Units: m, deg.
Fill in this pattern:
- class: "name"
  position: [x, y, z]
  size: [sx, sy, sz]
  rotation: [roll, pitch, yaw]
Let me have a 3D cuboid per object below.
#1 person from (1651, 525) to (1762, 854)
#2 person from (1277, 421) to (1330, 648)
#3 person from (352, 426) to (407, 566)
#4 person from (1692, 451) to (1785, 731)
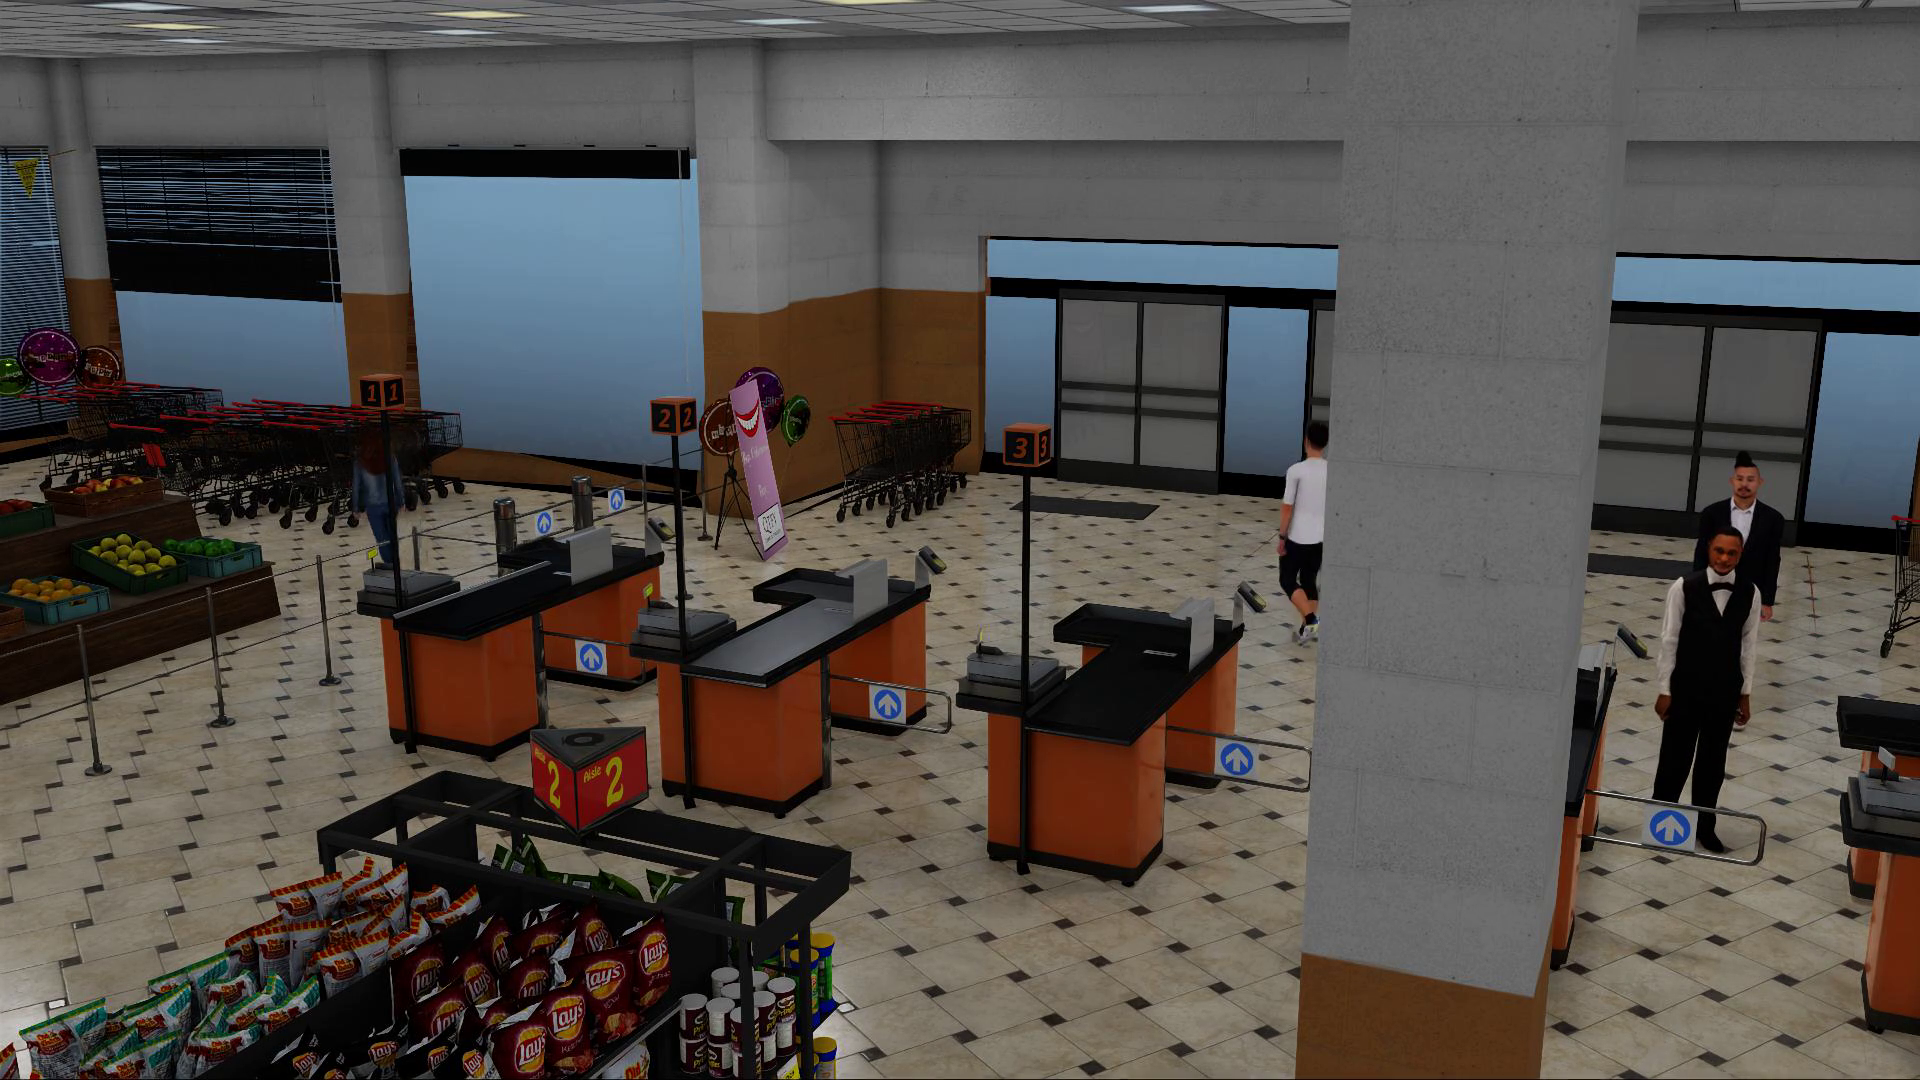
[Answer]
- class: "person"
  position: [4.279, 0.839, 9.571]
  size: [0.757, 1.918, 0.696]
  rotation: [2, 14, 7]
- class: "person"
  position: [2.804, -0.006, 13.230]
  size: [0.937, 1.835, 1.001]
  rotation: [-4, 14, -17]
- class: "person"
  position: [-5.286, -0.306, 15.270]
  size: [0.683, 1.457, 0.755]
  rotation: [-8, 16, -31]
- class: "person"
  position: [5.369, 0.343, 11.555]
  size: [0.697, 1.948, 0.582]
  rotation: [7, 15, 26]
